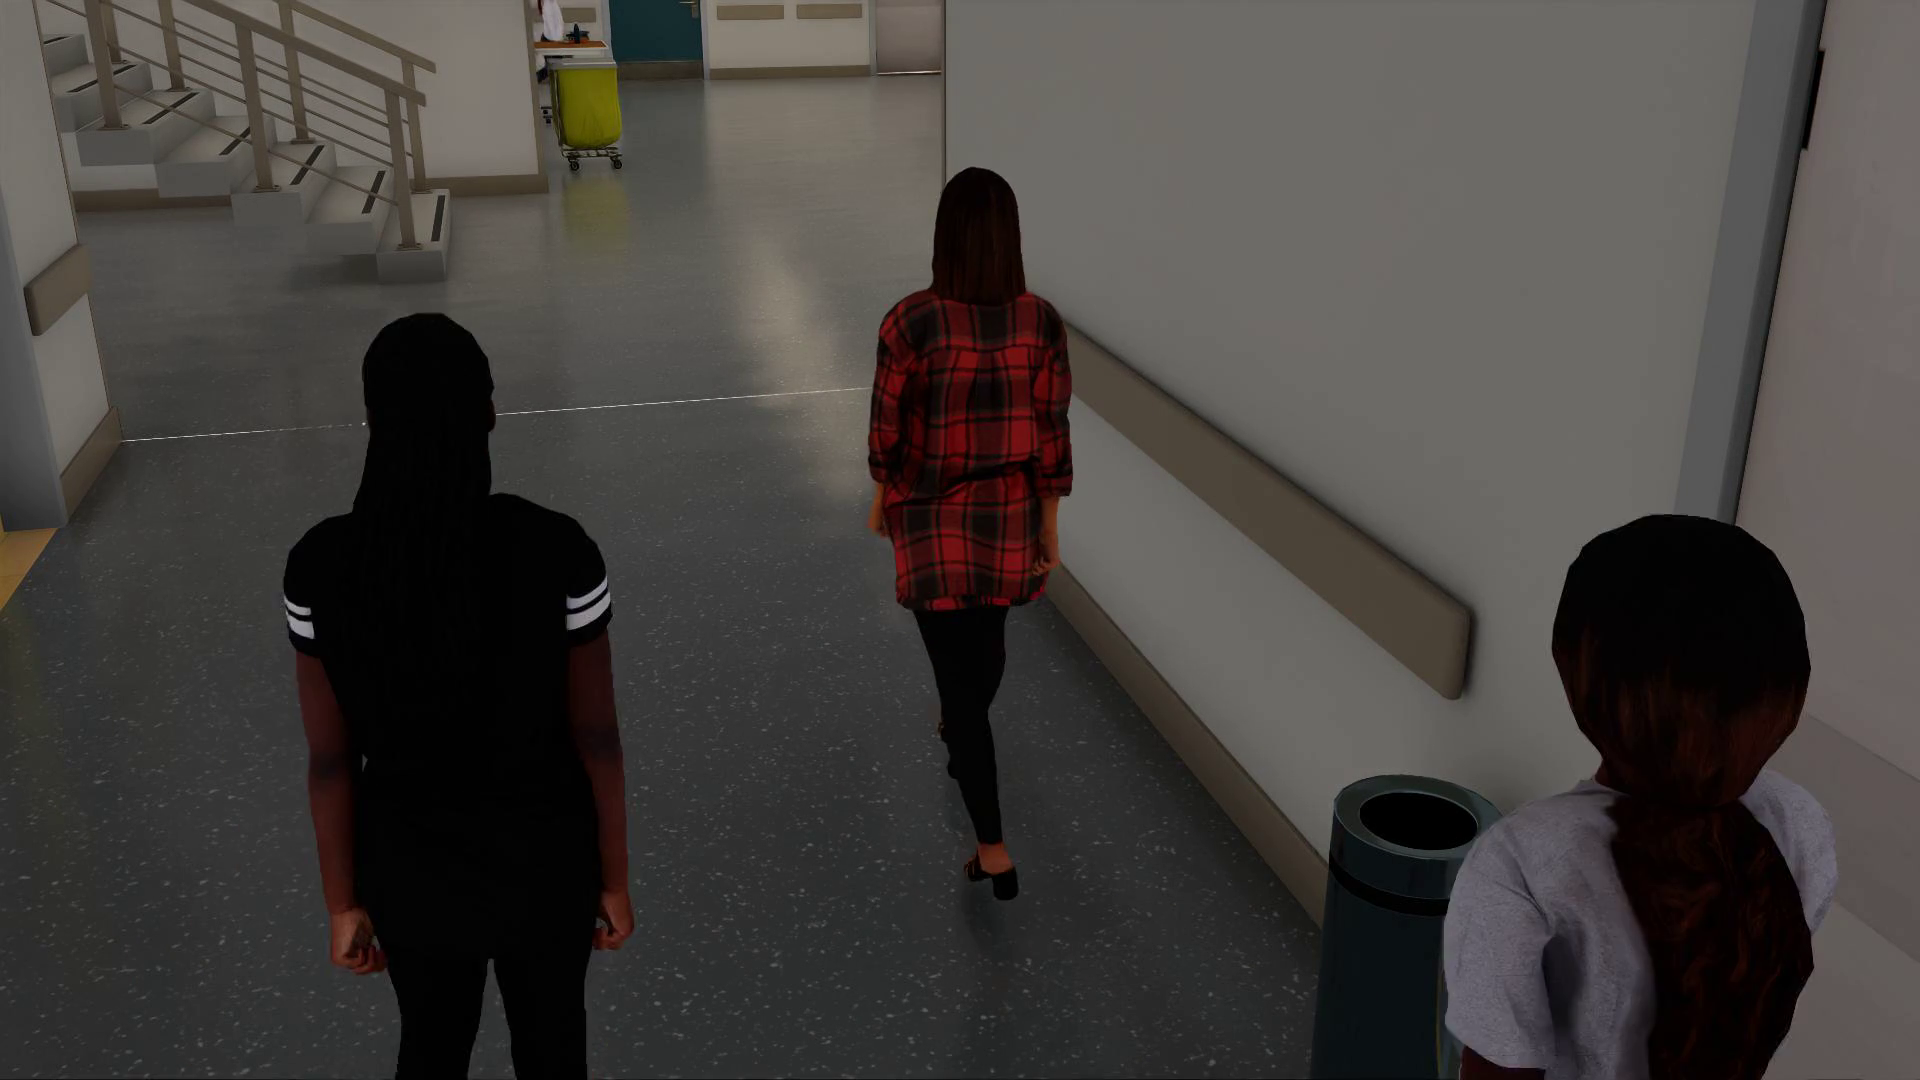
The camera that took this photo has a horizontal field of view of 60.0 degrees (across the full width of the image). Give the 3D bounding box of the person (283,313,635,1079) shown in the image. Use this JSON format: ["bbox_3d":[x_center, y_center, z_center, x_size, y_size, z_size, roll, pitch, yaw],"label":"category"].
[{"bbox_3d":[-0.701,0.548,2.424,0.769,1.712,0.728,-3,21,-7],"label":"person"}]

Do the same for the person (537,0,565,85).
[{"bbox_3d":[-4.892,-5.891,19.668,1.024,1.539,0.690,1,21,1],"label":"person"}]

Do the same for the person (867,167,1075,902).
[{"bbox_3d":[0.033,0.029,3.870,1.033,1.659,0.690,-6,22,-16],"label":"person"}]

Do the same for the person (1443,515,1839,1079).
[{"bbox_3d":[0.709,0.830,1.716,0.979,1.685,0.647,-5,21,-13],"label":"person"}]
